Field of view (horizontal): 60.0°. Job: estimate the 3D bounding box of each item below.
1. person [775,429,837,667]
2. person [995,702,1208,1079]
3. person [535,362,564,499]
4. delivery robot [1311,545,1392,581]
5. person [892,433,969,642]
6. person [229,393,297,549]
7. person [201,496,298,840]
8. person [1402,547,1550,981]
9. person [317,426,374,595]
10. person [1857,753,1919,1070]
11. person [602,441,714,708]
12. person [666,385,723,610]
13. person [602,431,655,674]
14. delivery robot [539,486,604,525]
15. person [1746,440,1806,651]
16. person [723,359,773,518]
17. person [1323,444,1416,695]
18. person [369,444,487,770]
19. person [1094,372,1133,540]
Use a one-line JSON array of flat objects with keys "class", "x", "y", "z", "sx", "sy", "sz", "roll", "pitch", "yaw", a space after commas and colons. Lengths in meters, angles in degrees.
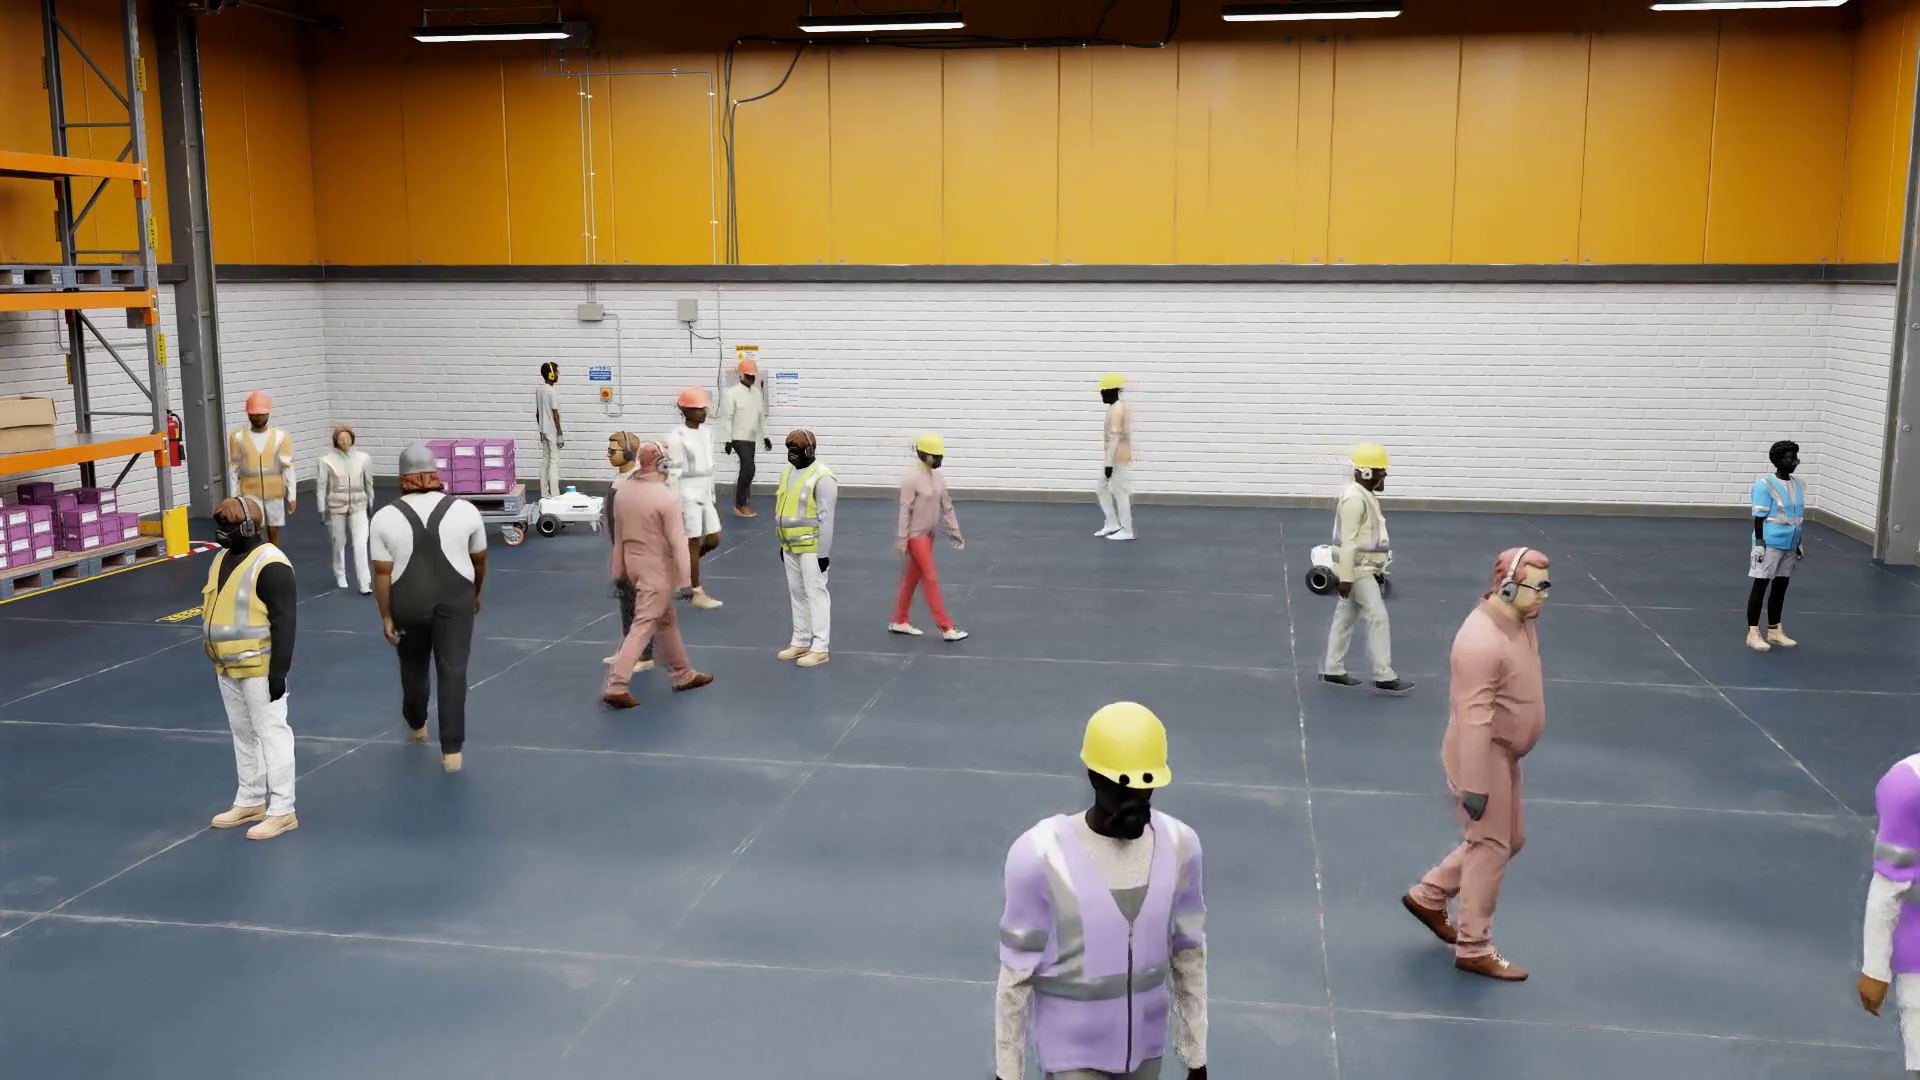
[{"class": "person", "x": -1.205, "y": 0.054, "z": 12.889, "sx": 0.429, "sy": 1.837, "sz": 0.624, "roll": -7, "pitch": 12, "yaw": -38}, {"class": "person", "x": 0.405, "y": 1.366, "z": 4.481, "sx": 0.627, "sy": 1.910, "sz": 0.419, "roll": -5, "pitch": 10, "yaw": -26}, {"class": "person", "x": -5.326, "y": -1.386, "z": 21.695, "sx": 0.328, "sy": 1.873, "sz": 0.517, "roll": -9, "pitch": 13, "yaw": -43}, {"class": "delivery robot", "x": 3.694, "y": 0.191, "z": 15.688, "sx": 0.707, "sy": 0.478, "sz": 0.477, "roll": 5, "pitch": 10, "yaw": 27}, {"class": "person", "x": -0.224, "y": -0.017, "z": 13.645, "sx": 0.890, "sy": 1.711, "sz": 0.547, "roll": 6, "pitch": 11, "yaw": 31}, {"class": "person", "x": -6.579, "y": -0.437, "z": 15.723, "sx": 0.567, "sy": 1.889, "sz": 0.974, "roll": -4, "pitch": 10, "yaw": -23}, {"class": "person", "x": -3.836, "y": 0.679, "z": 8.971, "sx": 0.633, "sy": 1.843, "sz": 0.429, "roll": 7, "pitch": 11, "yaw": 36}, {"class": "person", "x": 2.251, "y": 0.947, "z": 7.192, "sx": 0.510, "sy": 1.884, "sz": 0.687, "roll": 5, "pitch": 10, "yaw": 27}, {"class": "person", "x": -5.810, "y": -0.287, "z": 15.741, "sx": 0.538, "sy": 1.588, "sz": 0.878, "roll": -6, "pitch": 11, "yaw": -31}, {"class": "person", "x": 3.037, "y": 1.270, "z": 5.041, "sx": 0.558, "sy": 1.921, "sz": 0.405, "roll": -2, "pitch": 9, "yaw": -13}, {"class": "person", "x": -2.166, "y": 0.232, "z": 11.720, "sx": 0.669, "sy": 1.864, "sz": 0.997, "roll": 9, "pitch": 13, "yaw": 44}, {"class": "person", "x": -2.424, "y": -0.380, "z": 14.961, "sx": 0.580, "sy": 2.031, "sz": 0.635, "roll": 4, "pitch": 10, "yaw": 26}, {"class": "person", "x": -2.516, "y": 0.090, "z": 12.616, "sx": 0.345, "sy": 1.847, "sz": 0.504, "roll": -6, "pitch": 11, "yaw": -33}, {"class": "delivery robot", "x": -4.485, "y": -0.377, "z": 19.214, "sx": 0.707, "sy": 0.478, "sz": 0.477, "roll": -1, "pitch": 9, "yaw": -4}, {"class": "person", "x": 6.578, "y": 0.040, "z": 13.386, "sx": 0.535, "sy": 1.697, "sz": 0.318, "roll": -4, "pitch": 10, "yaw": -24}, {"class": "person", "x": -2.614, "y": -1.251, "z": 20.542, "sx": 0.549, "sy": 1.967, "sz": 0.604, "roll": 4, "pitch": 10, "yaw": 26}, {"class": "person", "x": 2.999, "y": 0.213, "z": 11.963, "sx": 0.785, "sy": 1.799, "sz": 0.631, "roll": 3, "pitch": 10, "yaw": 18}, {"class": "person", "x": -3.303, "y": 0.351, "z": 10.394, "sx": 0.683, "sy": 2.000, "sz": 1.049, "roll": -3, "pitch": 10, "yaw": -18}, {"class": "person", "x": 1.706, "y": -0.937, "z": 18.794, "sx": 0.610, "sy": 1.901, "sz": 0.604, "roll": 1, "pitch": 9, "yaw": 7}]
